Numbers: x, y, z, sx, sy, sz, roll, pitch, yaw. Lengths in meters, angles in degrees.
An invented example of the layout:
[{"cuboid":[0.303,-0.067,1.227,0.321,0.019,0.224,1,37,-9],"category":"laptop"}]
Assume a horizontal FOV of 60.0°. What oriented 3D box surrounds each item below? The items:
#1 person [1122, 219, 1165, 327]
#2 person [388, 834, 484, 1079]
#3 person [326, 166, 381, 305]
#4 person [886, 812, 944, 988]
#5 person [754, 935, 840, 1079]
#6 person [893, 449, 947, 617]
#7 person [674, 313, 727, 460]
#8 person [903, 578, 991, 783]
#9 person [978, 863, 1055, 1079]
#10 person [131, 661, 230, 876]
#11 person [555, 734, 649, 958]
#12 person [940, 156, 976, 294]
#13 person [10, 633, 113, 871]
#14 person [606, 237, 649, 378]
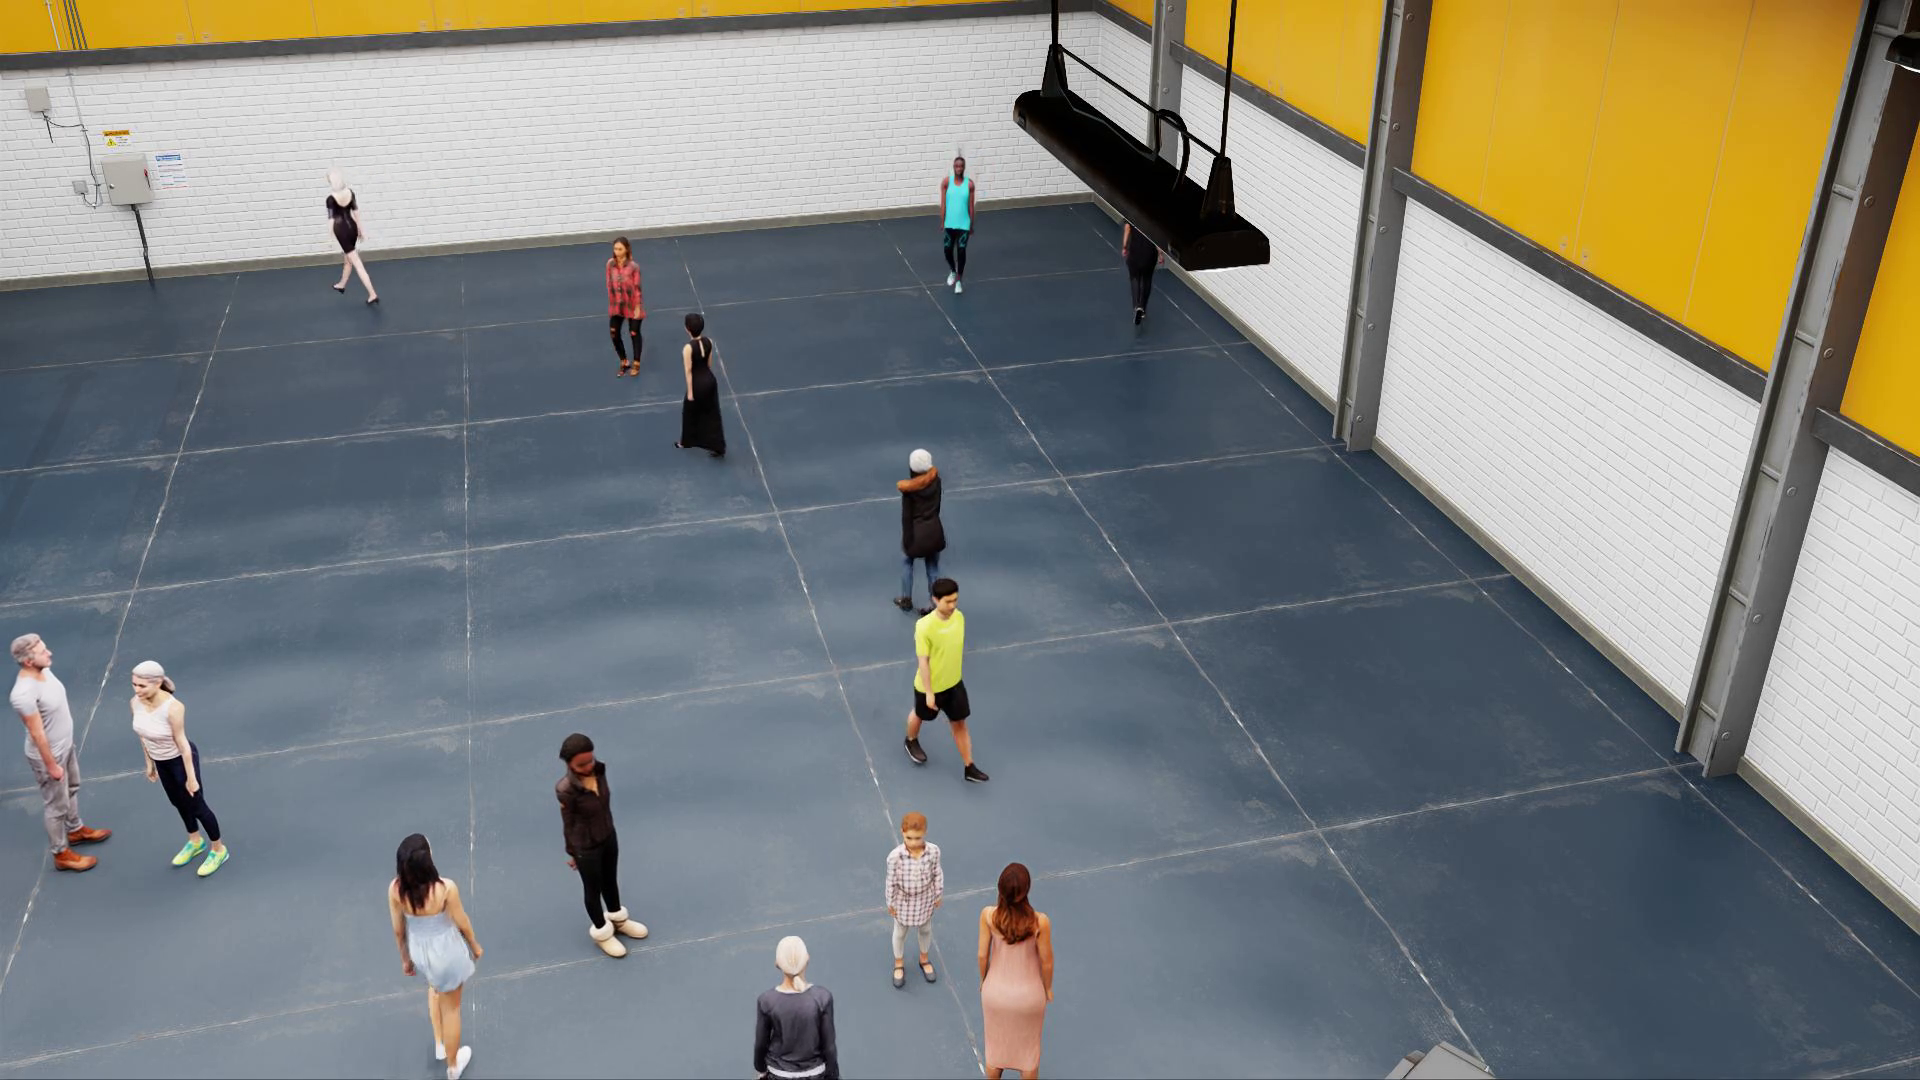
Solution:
[{"cuboid":[2.284,-3.575,20.729,0.911,1.845,1.132,3,29,5],"category":"person"},{"cuboid":[-3.093,2.496,9.735,0.679,1.716,0.720,4,29,7],"category":"person"},{"cuboid":[-7.763,-3.858,21.303,1.121,1.793,1.107,13,31,23],"category":"person"},{"cuboid":[-0.292,2.259,10.593,0.529,1.310,0.482,-7,29,-12],"category":"person"},{"cuboid":[-0.866,2.934,8.965,0.717,1.685,1.148,-3,29,-6],"category":"person"},{"cuboid":[-0.285,-0.003,14.420,0.732,1.617,0.839,-15,32,-26],"category":"person"},{"cuboid":[-2.636,-1.557,17.316,0.986,1.572,0.885,20,35,33],"category":"person"},{"cuboid":[-0.219,1.017,12.501,0.928,1.663,1.196,-20,34,-32],"category":"person"},{"cuboid":[0.305,2.575,9.469,0.651,1.832,0.648,6,29,10],"category":"person"},{"cuboid":[-5.415,1.544,11.498,0.679,1.699,0.730,14,31,23],"category":"person"},{"cuboid":[-2.393,1.945,10.797,0.775,1.665,0.715,-12,31,-22],"category":"person"},{"cuboid":[-0.025,-4.166,21.855,0.728,1.804,0.774,3,29,6],"category":"person"},{"cuboid":[-6.318,1.454,11.534,0.742,1.822,0.494,-6,29,-11],"category":"person"},{"cuboid":[-3.845,-2.730,19.346,0.751,1.688,0.791,7,29,13],"category":"person"}]
